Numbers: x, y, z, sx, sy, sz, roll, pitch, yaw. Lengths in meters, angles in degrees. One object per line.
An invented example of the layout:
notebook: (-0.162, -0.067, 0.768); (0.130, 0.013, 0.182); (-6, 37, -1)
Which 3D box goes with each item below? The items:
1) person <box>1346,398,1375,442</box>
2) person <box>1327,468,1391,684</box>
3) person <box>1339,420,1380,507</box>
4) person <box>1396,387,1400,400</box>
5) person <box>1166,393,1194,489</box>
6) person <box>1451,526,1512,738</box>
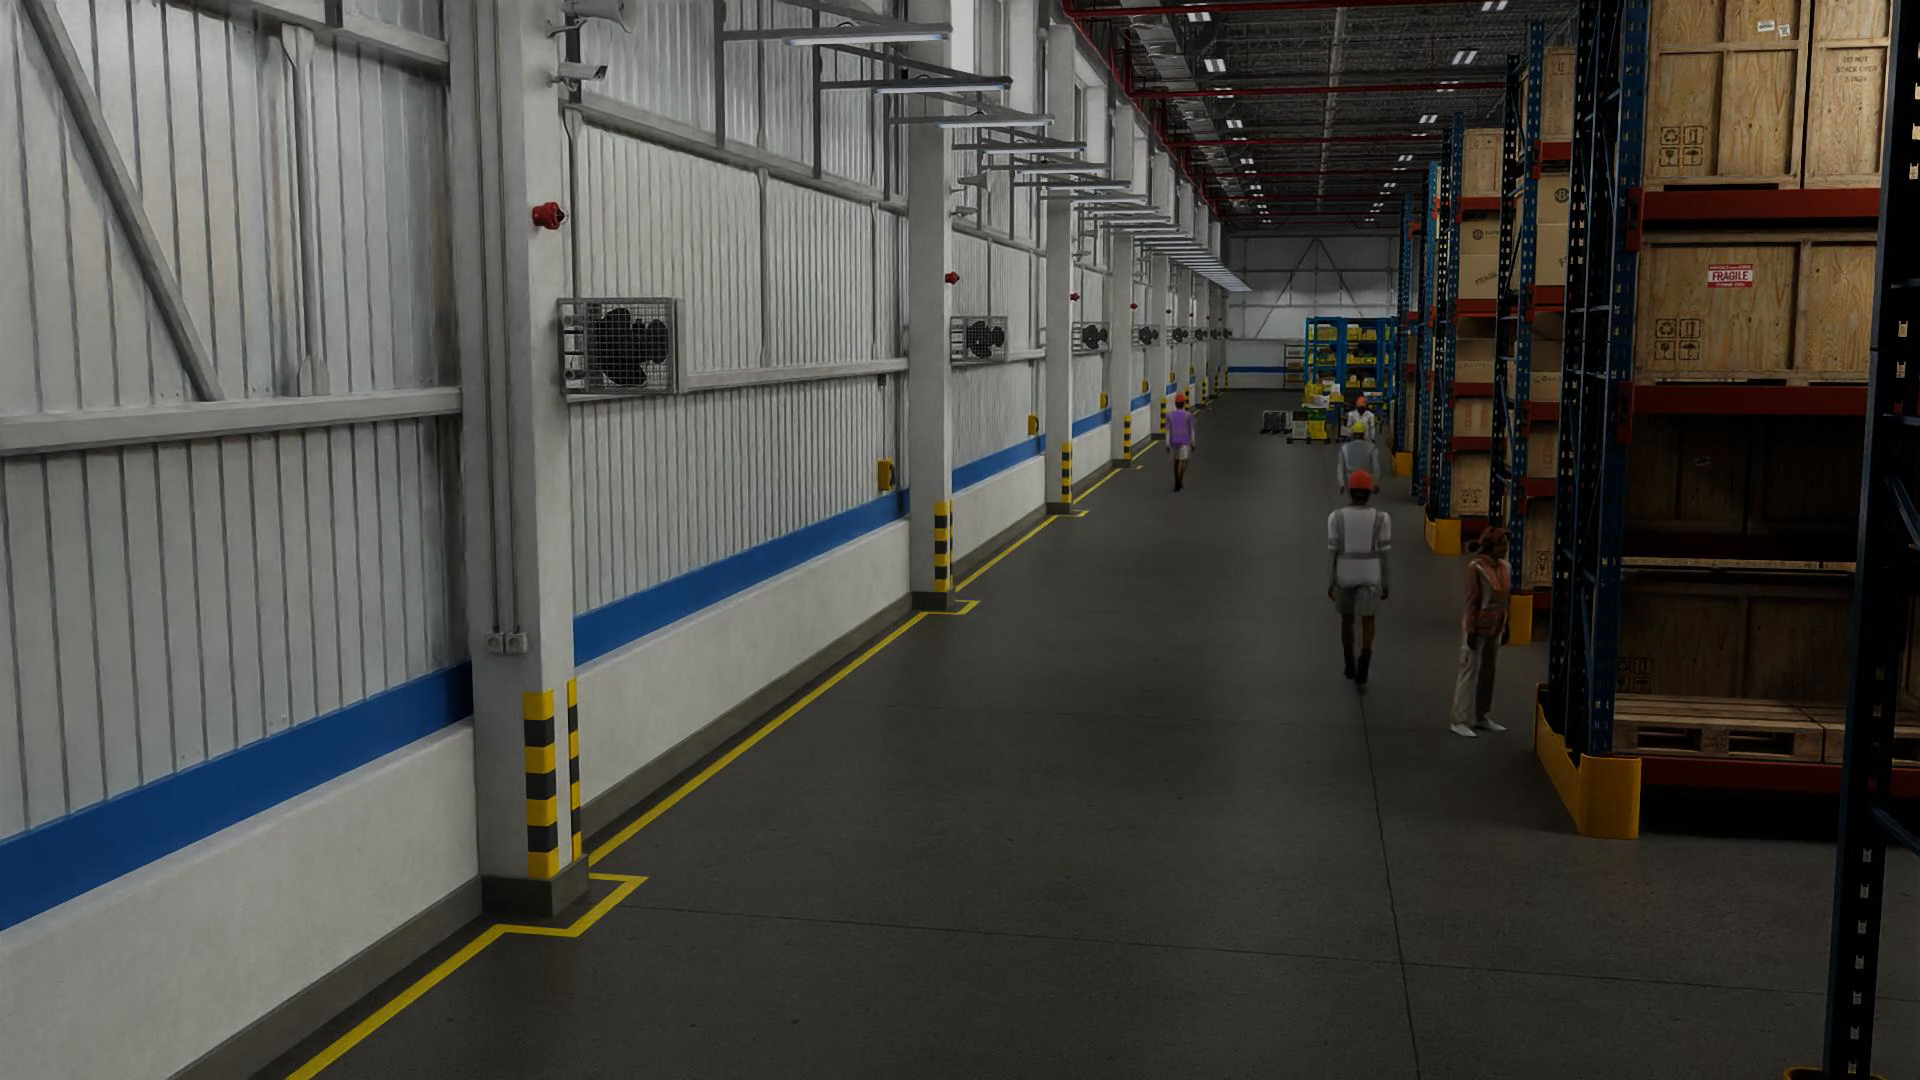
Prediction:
person: (8.565, -2.185, 35.524); (0.590, 1.699, 0.884); (1, 7, 11)
person: (3.504, 0.327, 14.629); (0.547, 1.916, 0.755); (2, 7, 12)
person: (5.861, -0.857, 24.468); (0.605, 1.819, 0.610); (4, 8, 31)
person: (12.434, -3.599, 46.765); (0.345, 1.735, 0.485); (-6, 9, -38)
person: (4.304, -1.926, 32.620); (0.566, 1.922, 0.600); (3, 8, 21)
person: (4.039, 0.702, 12.771); (0.528, 1.628, 0.323); (-5, 9, -36)
